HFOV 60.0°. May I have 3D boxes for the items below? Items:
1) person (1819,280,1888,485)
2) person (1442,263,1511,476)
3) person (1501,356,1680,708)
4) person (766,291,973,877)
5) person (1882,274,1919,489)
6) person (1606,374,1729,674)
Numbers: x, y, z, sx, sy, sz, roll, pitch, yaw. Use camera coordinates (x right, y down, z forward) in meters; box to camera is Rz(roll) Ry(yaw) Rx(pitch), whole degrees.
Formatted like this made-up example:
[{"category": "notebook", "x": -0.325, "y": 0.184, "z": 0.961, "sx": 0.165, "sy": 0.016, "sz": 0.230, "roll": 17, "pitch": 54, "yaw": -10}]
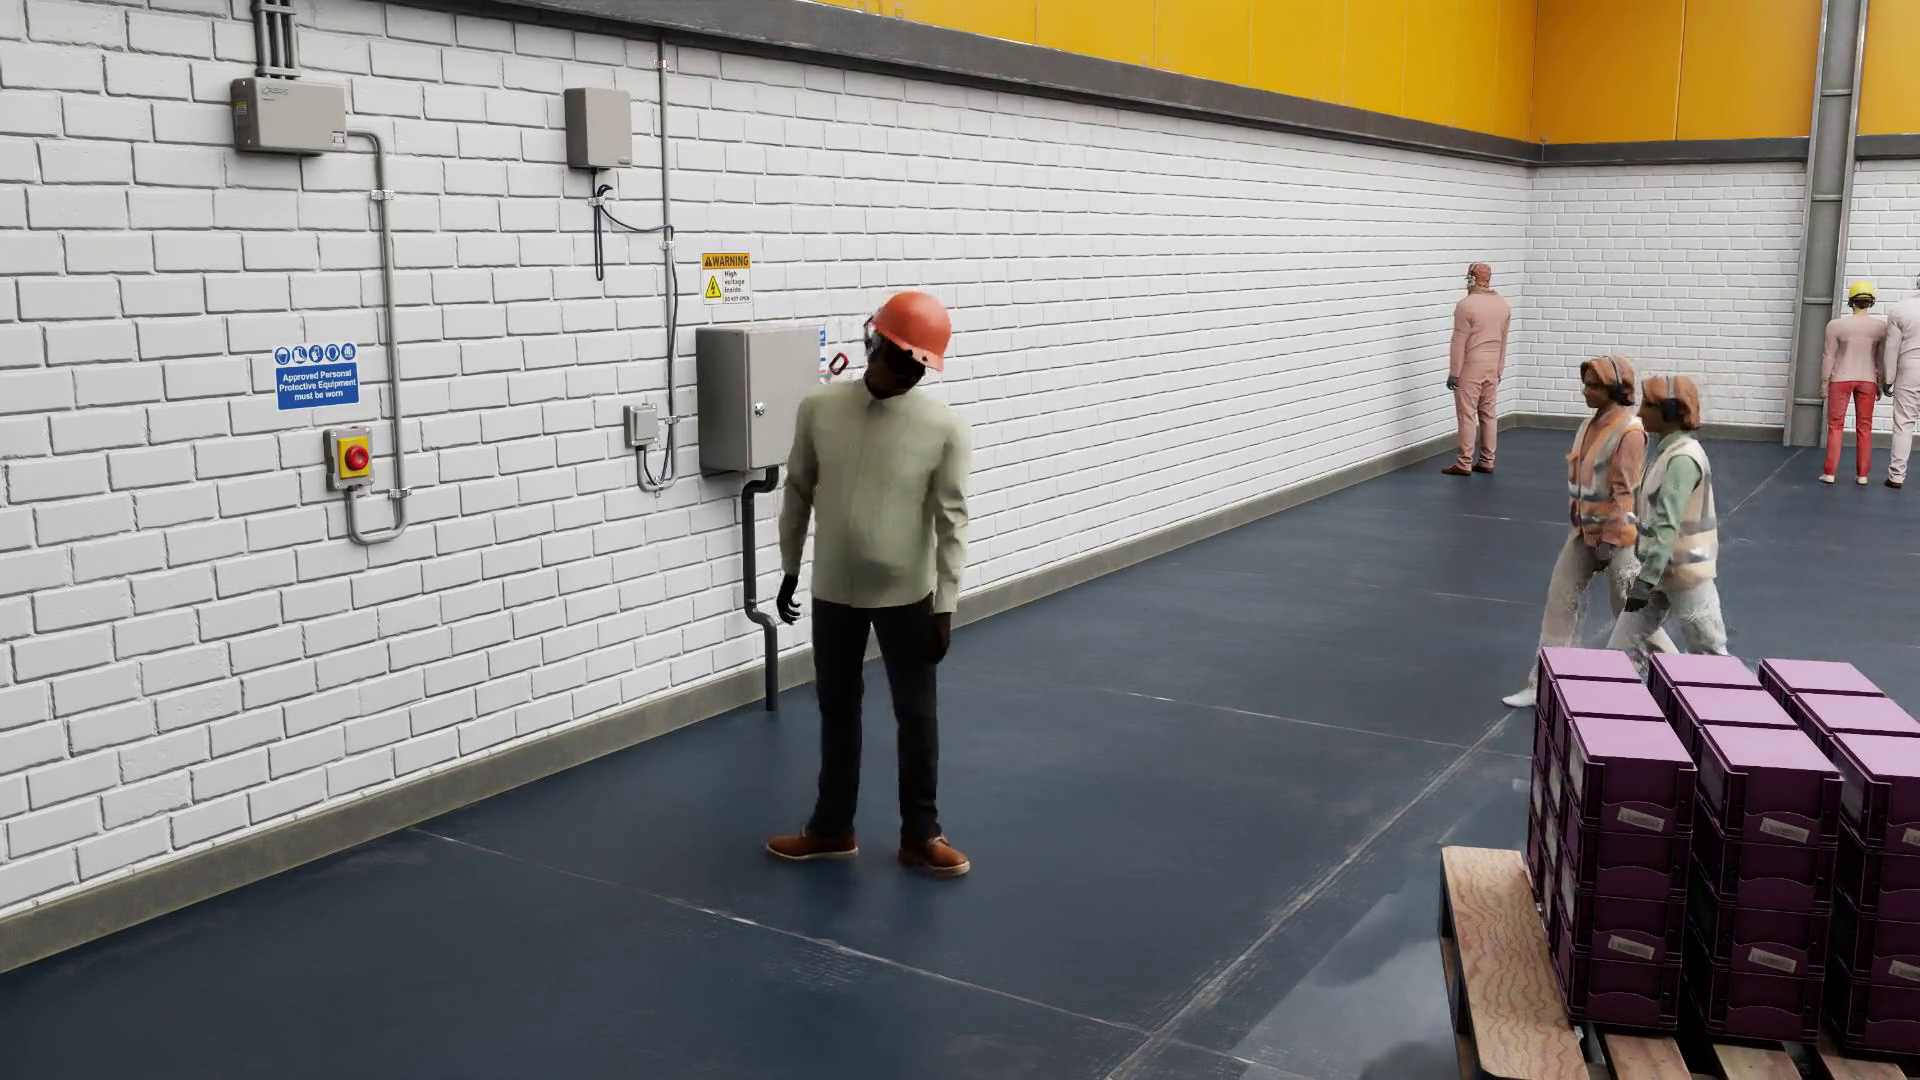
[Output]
[{"category": "person", "x": 7.707, "y": -1.354, "z": 14.357, "sx": 0.518, "sy": 1.757, "sz": 0.341, "roll": 2, "pitch": 10, "yaw": 12}, {"category": "person", "x": 4.612, "y": -1.525, "z": 14.919, "sx": 0.641, "sy": 1.900, "sz": 0.404, "roll": -7, "pitch": 12, "yaw": -32}, {"category": "person", "x": 2.906, "y": -0.018, "z": 7.374, "sx": 0.809, "sy": 1.605, "sz": 0.510, "roll": -2, "pitch": 10, "yaw": -9}, {"category": "person", "x": -0.333, "y": 0.166, "z": 5.442, "sx": 0.753, "sy": 1.947, "sz": 0.393, "roll": 3, "pitch": 11, "yaw": 17}, {"category": "person", "x": 8.137, "y": -1.372, "z": 14.030, "sx": 0.643, "sy": 1.913, "sz": 0.410, "roll": 5, "pitch": 11, "yaw": 24}, {"category": "person", "x": 2.835, "y": 0.145, "z": 6.528, "sx": 0.877, "sy": 1.589, "sz": 0.523, "roll": 2, "pitch": 10, "yaw": 10}]
